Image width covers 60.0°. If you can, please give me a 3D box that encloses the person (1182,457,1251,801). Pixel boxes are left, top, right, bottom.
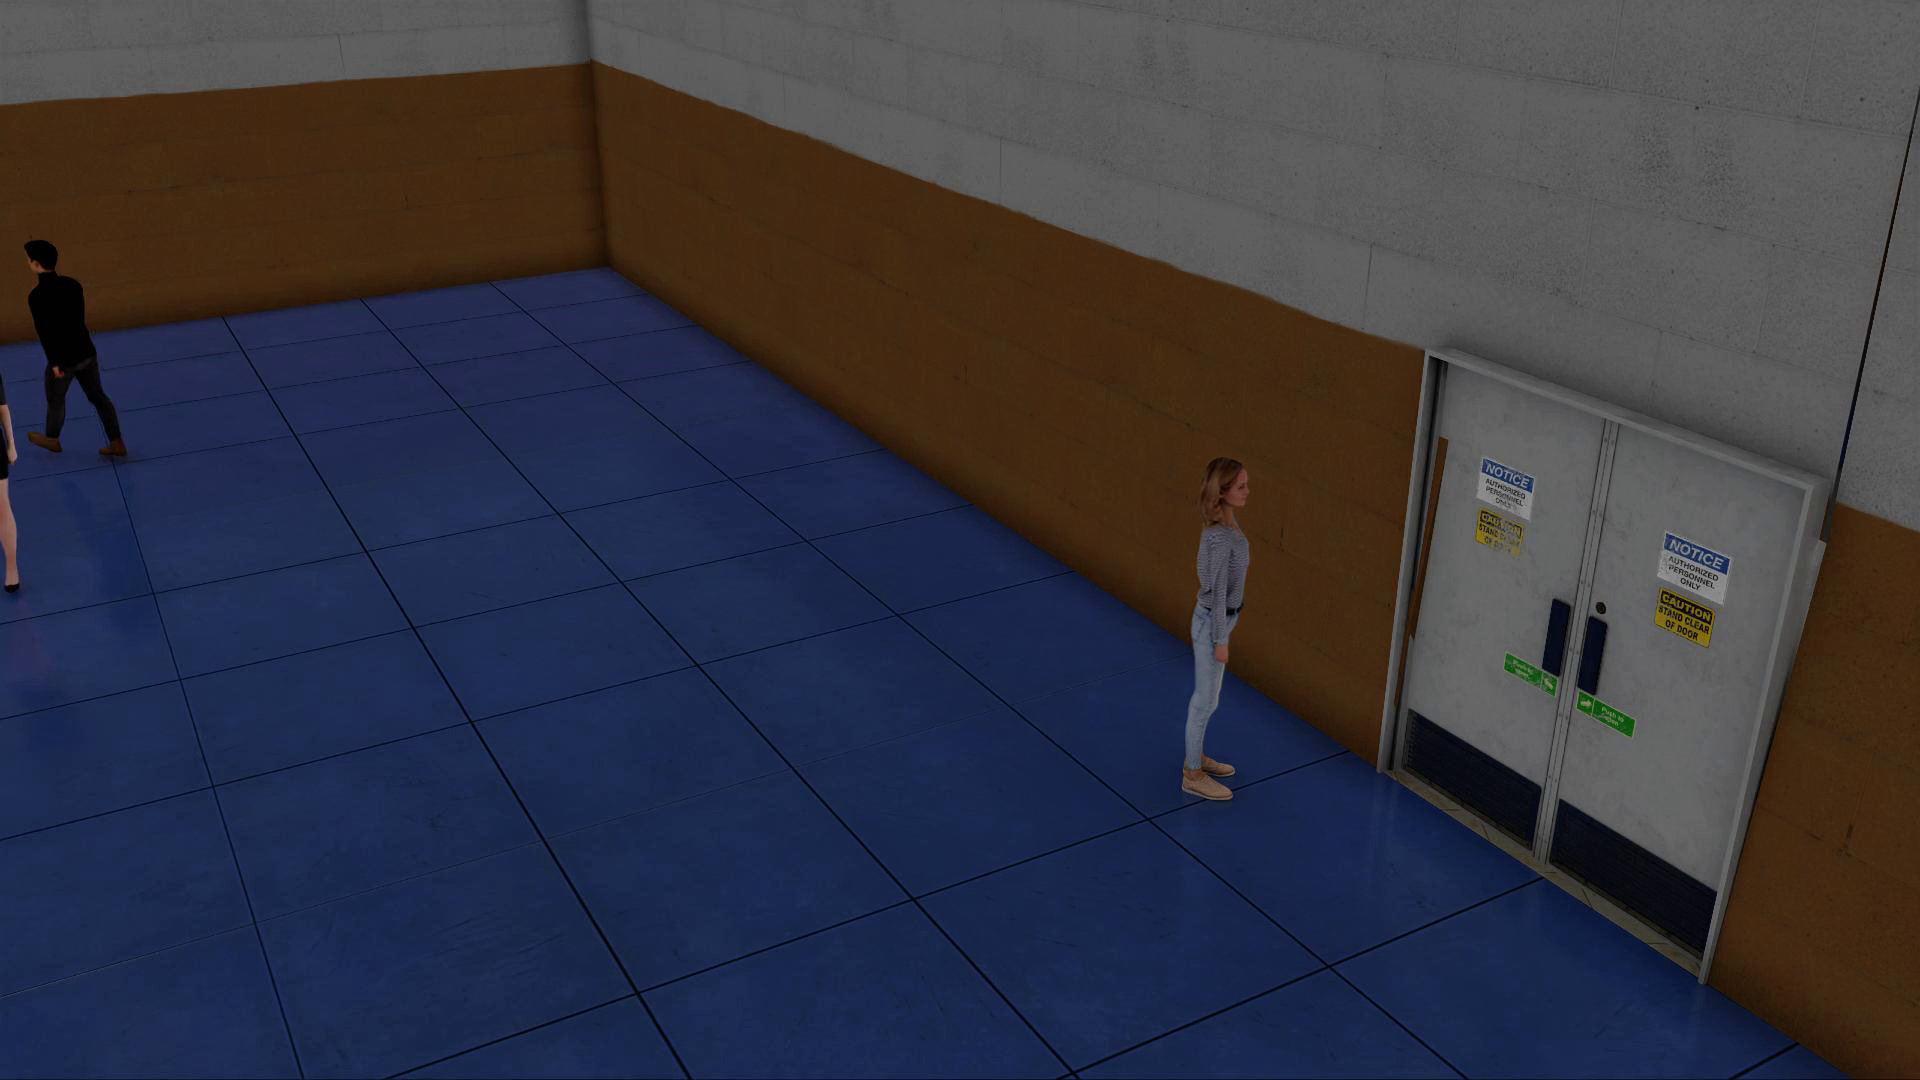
[{"bbox_3d":[1.266,0.431,8.254,0.702,1.796,0.656,5,24,10],"label":"person"}]

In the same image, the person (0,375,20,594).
[{"bbox_3d":[-6.233,-0.591,10.571,0.977,1.811,0.776,-8,25,-17],"label":"person"}]

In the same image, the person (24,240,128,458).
[{"bbox_3d":[-6.676,-1.402,12.581,1.097,1.685,1.107,10,25,21],"label":"person"}]
